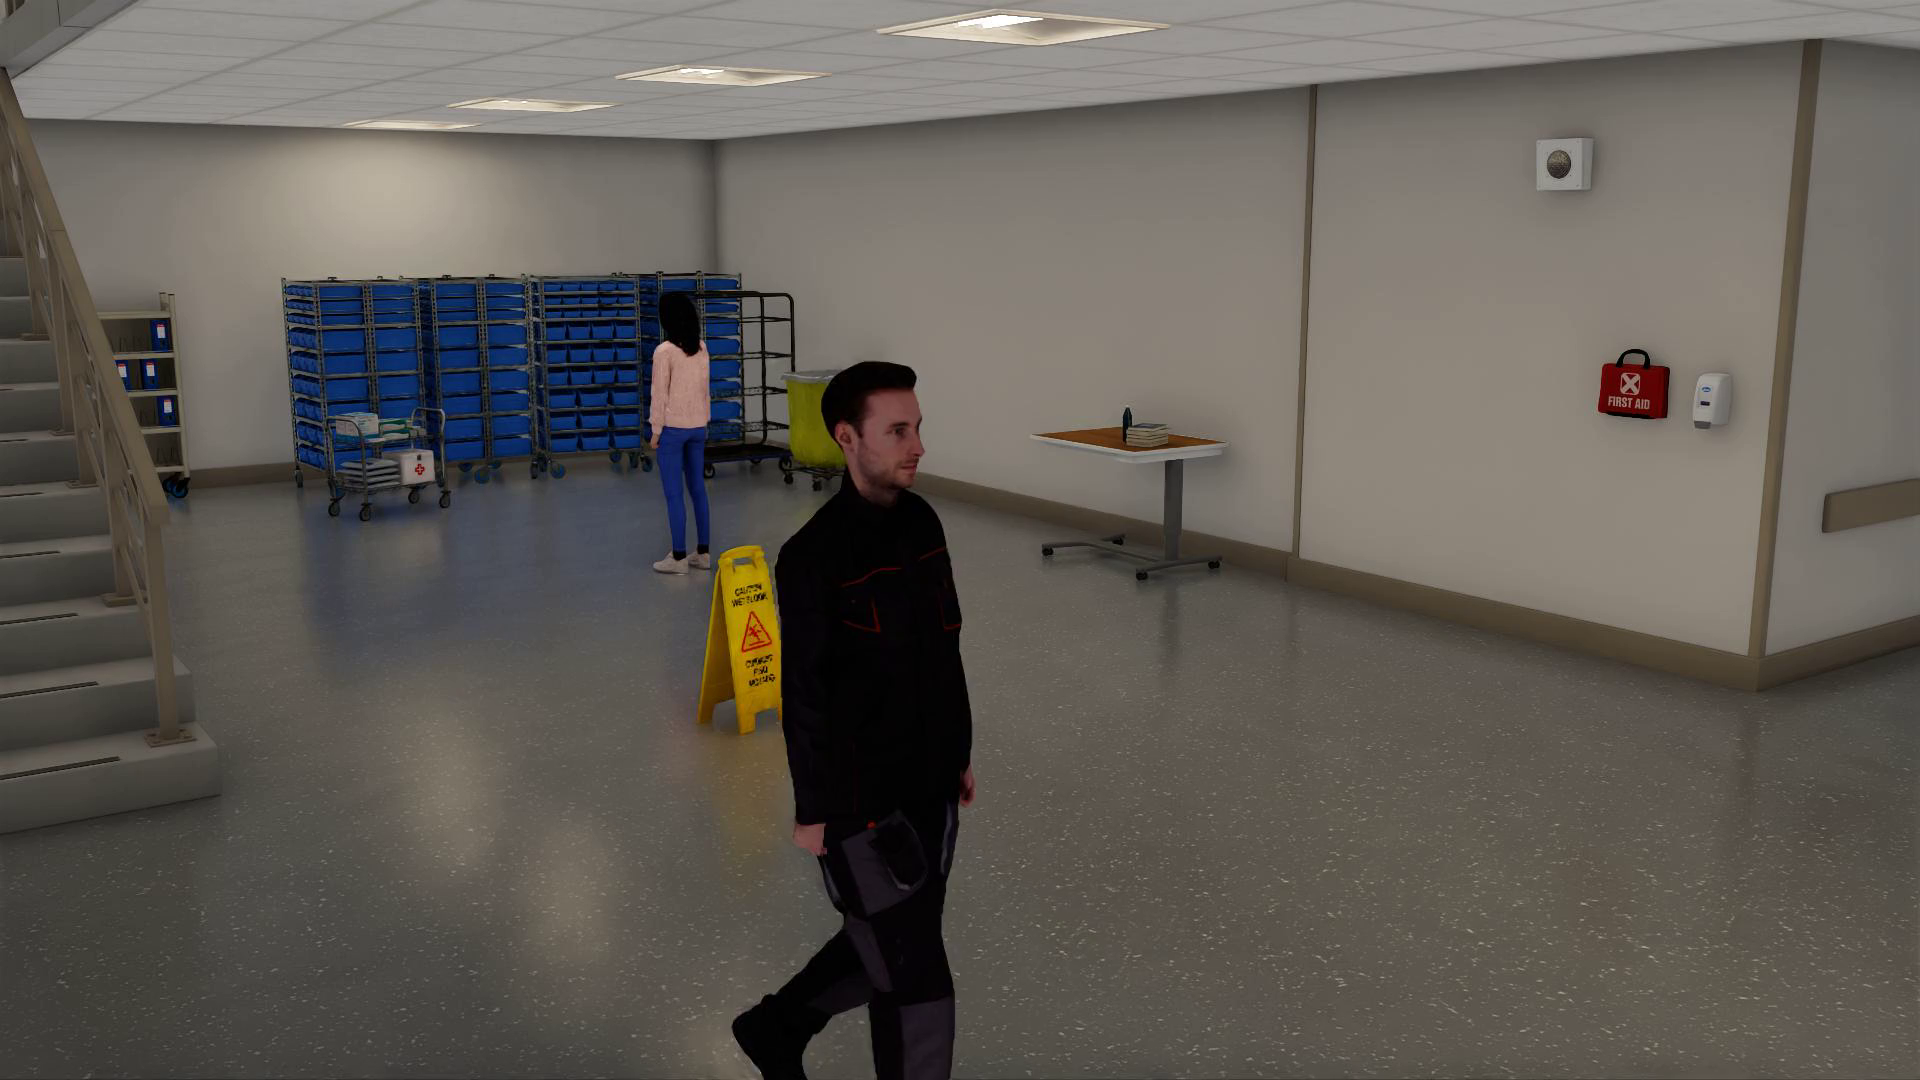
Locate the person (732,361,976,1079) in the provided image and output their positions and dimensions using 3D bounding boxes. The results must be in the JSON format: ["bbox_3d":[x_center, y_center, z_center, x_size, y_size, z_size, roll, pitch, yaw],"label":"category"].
[{"bbox_3d":[-0.213,0.562,3.656,1.259,1.885,1.024,6,12,29],"label":"person"}]

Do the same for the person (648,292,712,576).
[{"bbox_3d":[-1.758,-0.679,10.507,0.646,1.769,0.707,8,14,38],"label":"person"}]
